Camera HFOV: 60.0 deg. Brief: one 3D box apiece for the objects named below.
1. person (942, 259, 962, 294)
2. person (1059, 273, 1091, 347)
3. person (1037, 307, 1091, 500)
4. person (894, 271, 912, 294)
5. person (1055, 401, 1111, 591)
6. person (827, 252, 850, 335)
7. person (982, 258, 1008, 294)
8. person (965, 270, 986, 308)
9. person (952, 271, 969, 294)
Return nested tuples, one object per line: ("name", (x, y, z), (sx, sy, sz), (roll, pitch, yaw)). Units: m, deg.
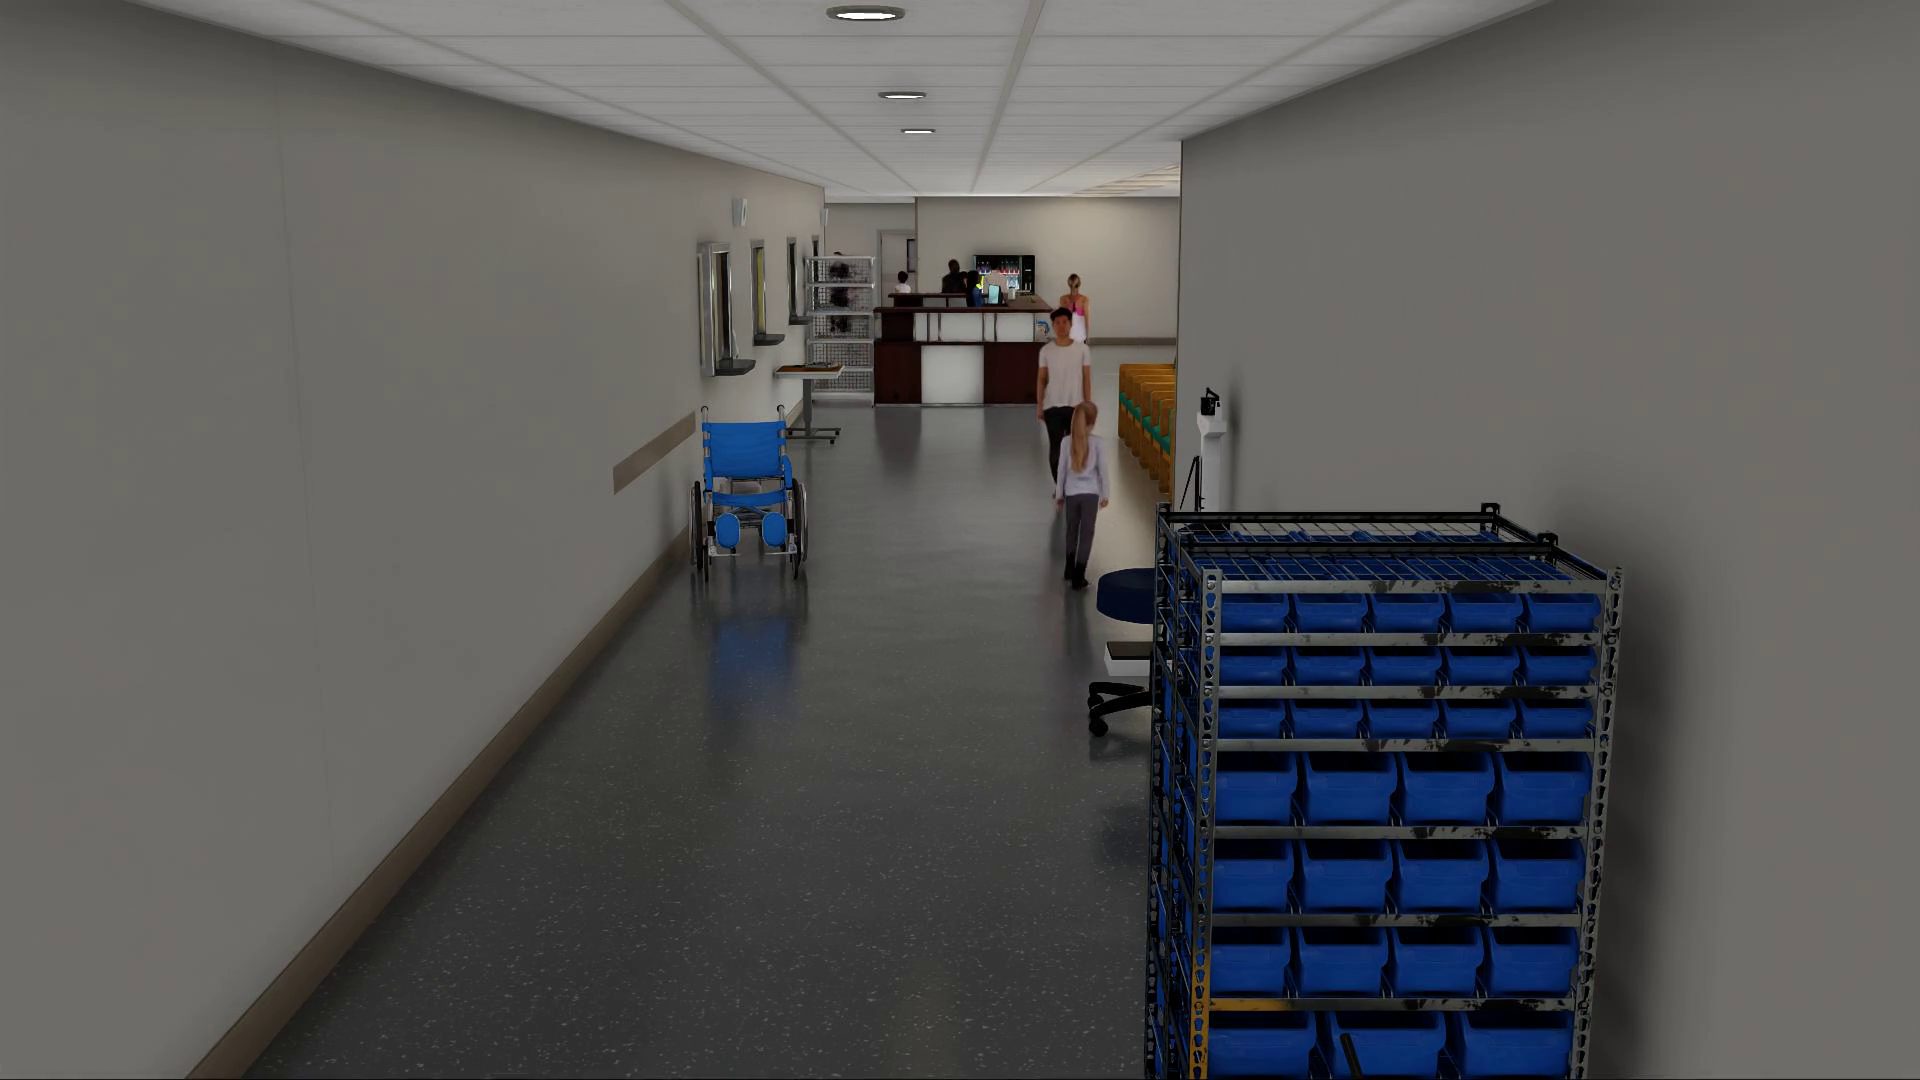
("person", (-0.240, -4.165, 30.146), (0.955, 1.810, 0.868), (5, 12, 23))
("person", (1.527, -2.693, 22.587), (1.166, 1.737, 0.925), (4, 11, 19))
("person", (0.944, -1.228, 14.942), (0.717, 1.708, 0.728), (1, 11, 5))
("person", (-1.107, -4.414, 32.140), (0.634, 1.556, 0.700), (-10, 14, -42))
("person", (0.801, -0.287, 11.161), (0.572, 1.268, 0.646), (4, 11, 20))
("person", (-2.678, -5.502, 37.138), (0.780, 1.830, 0.887), (3, 11, 17))
("person", (0.653, -4.445, 31.622), (0.591, 1.810, 0.787), (-3, 11, -16))
("person", (0.224, -3.516, 26.984), (0.635, 1.713, 0.664), (-4, 11, -21))
("person", (-0.007, -3.880, 29.145), (0.933, 1.623, 0.585), (0, 11, 2))
